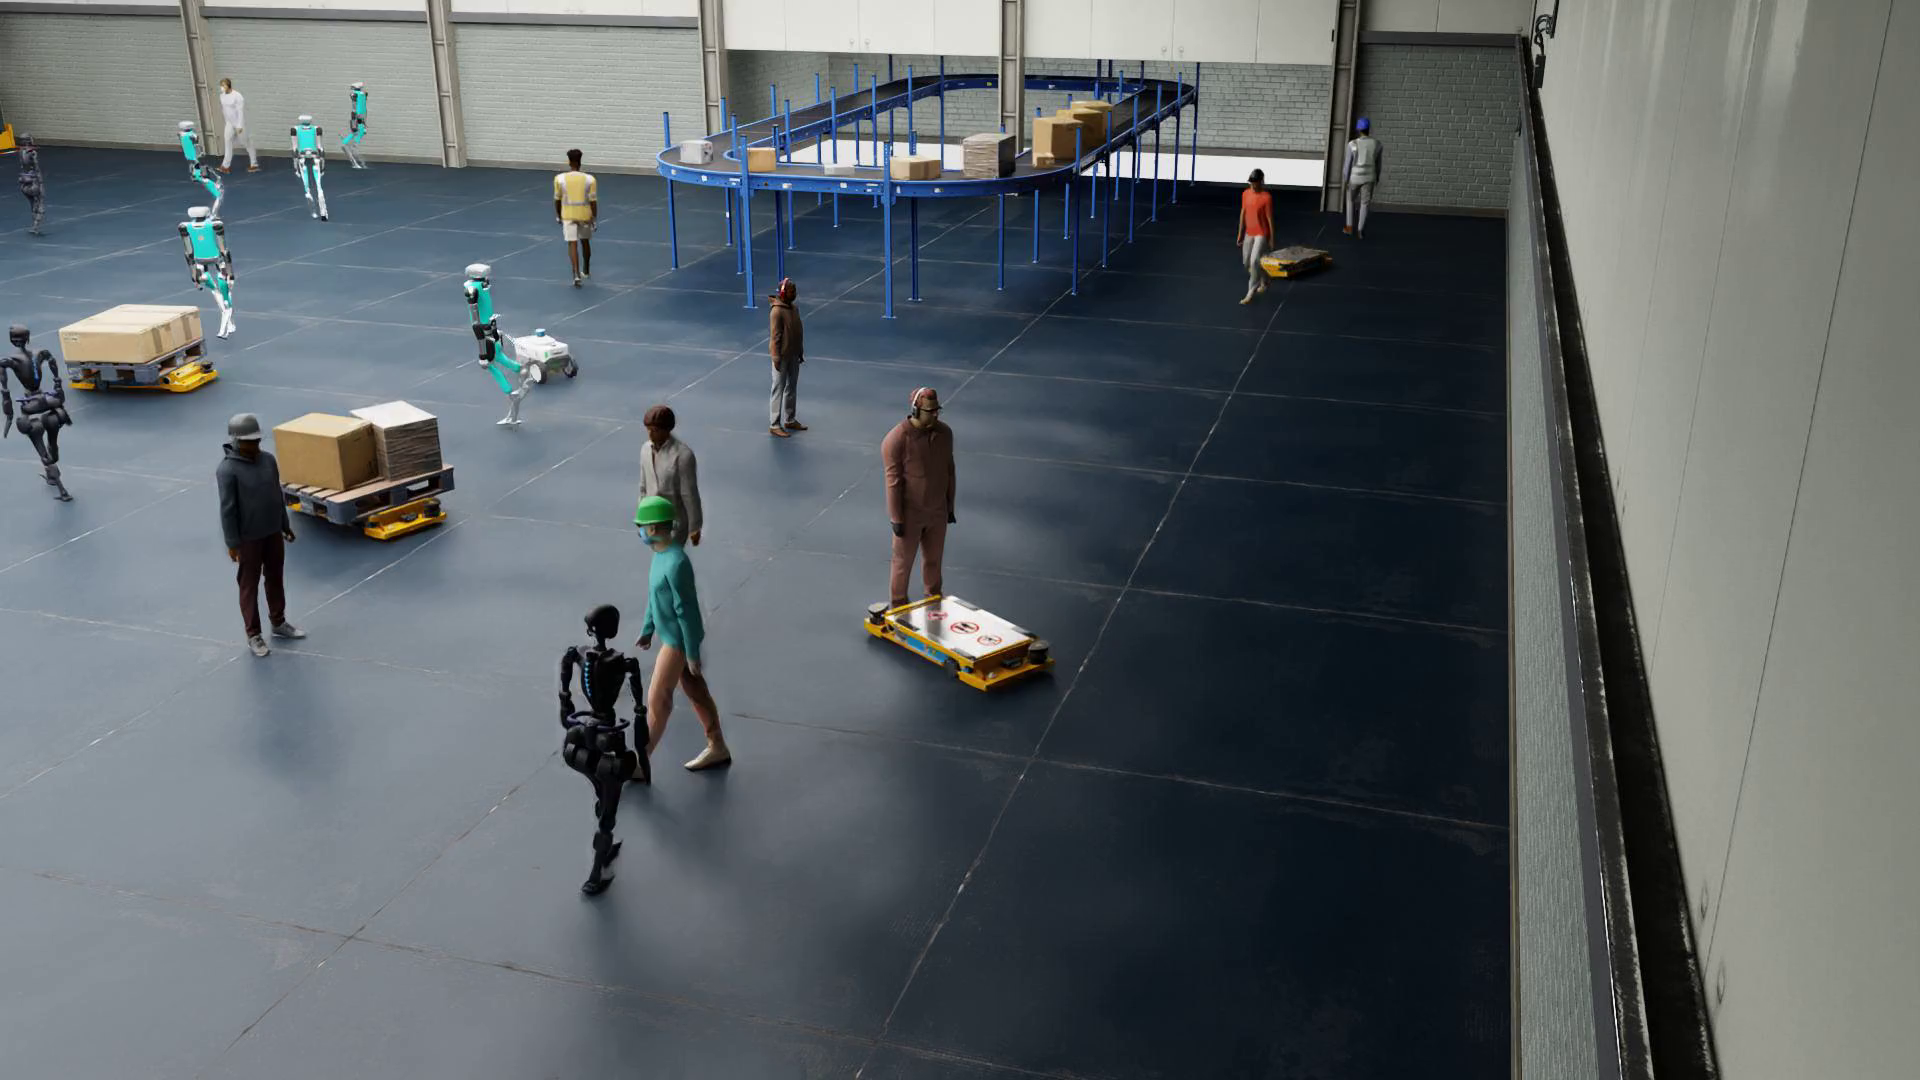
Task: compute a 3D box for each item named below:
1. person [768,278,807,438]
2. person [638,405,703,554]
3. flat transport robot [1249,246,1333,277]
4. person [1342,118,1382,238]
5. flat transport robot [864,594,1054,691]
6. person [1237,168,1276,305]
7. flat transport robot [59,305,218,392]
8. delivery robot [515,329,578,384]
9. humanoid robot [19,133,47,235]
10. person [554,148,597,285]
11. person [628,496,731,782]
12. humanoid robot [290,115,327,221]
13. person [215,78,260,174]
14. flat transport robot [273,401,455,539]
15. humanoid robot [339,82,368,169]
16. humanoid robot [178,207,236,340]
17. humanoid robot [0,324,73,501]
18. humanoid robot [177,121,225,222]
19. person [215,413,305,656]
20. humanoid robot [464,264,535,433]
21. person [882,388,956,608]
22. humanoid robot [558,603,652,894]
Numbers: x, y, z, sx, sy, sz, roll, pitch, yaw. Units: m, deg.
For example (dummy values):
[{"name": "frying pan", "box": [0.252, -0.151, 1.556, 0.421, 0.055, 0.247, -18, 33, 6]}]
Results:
[{"name": "person", "box": [-1.800, -1.889, 17.165, 0.309, 1.647, 0.461, 12, 24, 28]}, {"name": "person", "box": [-2.186, -0.125, 12.359, 0.550, 1.809, 0.489, 16, 26, 35]}, {"name": "flat transport robot", "box": [4.998, -4.192, 25.050, 0.659, 0.231, 1.431, 16, 26, 36]}, {"name": "person", "box": [6.593, -5.948, 27.303, 0.644, 1.927, 0.621, 1, 21, 3]}, {"name": "flat transport robot", "box": [-0.024, 0.724, 12.300, 0.659, 0.231, 1.431, -17, 27, -37]}, {"name": "person", "box": [4.112, -4.177, 22.790, 0.805, 1.872, 0.487, -17, 27, -38]}, {"name": "flat transport robot", "box": [-9.375, -1.887, 19.073, 1.431, 0.231, 0.659, 2, 21, 5]}, {"name": "delivery robot", "box": [-4.843, -2.136, 19.346, 0.801, 0.612, 0.499, 20, 29, 41]}, {"name": "humanoid robot", "box": [-15.344, -5.856, 27.419, 0.596, 1.646, 0.459, 16, 26, 35]}, {"name": "person", "box": [-5.522, -4.674, 23.997, 0.598, 1.928, 0.967, -6, 22, -15]}, {"name": "person", "box": [-1.896, 0.628, 10.382, 0.925, 1.824, 0.536, -7, 22, -17]}, {"name": "humanoid robot", "box": [-11.200, -6.375, 28.776, 0.561, 1.844, 0.853, -11, 23, -25]}, {"name": "person", "box": [-14.691, -8.358, 33.609, 0.644, 1.889, 0.971, 9, 23, 23]}, {"name": "flat transport robot", "box": [-5.345, -0.315, 14.994, 1.431, 0.231, 0.659, 15, 26, 34]}, {"name": "humanoid robot", "box": [-12.454, -8.444, 34.076, 0.716, 1.810, 0.540, 3, 21, 9]}, {"name": "humanoid robot", "box": [-9.322, -3.349, 20.835, 0.544, 1.724, 1.017, -2, 21, -6]}, {"name": "humanoid robot", "box": [-8.563, -1.192, 15.356, 0.746, 1.632, 0.595, 13, 25, 31]}, {"name": "humanoid robot", "box": [-12.837, -6.267, 28.406, 0.542, 1.771, 0.769, 17, 27, 37]}, {"name": "person", "box": [-5.146, -0.063, 12.194, 0.379, 1.809, 0.553, 11, 24, 27]}, {"name": "humanoid robot", "box": [-4.706, -1.921, 17.275, 0.713, 1.898, 0.541, 0, 21, 0]}, {"name": "person", "box": [-0.276, -0.230, 12.526, 0.633, 1.900, 0.402, -15, 26, -35]}, {"name": "humanoid robot", "box": [-2.004, 1.138, 9.298, 0.600, 1.628, 0.641, 9, 23, 21]}]
